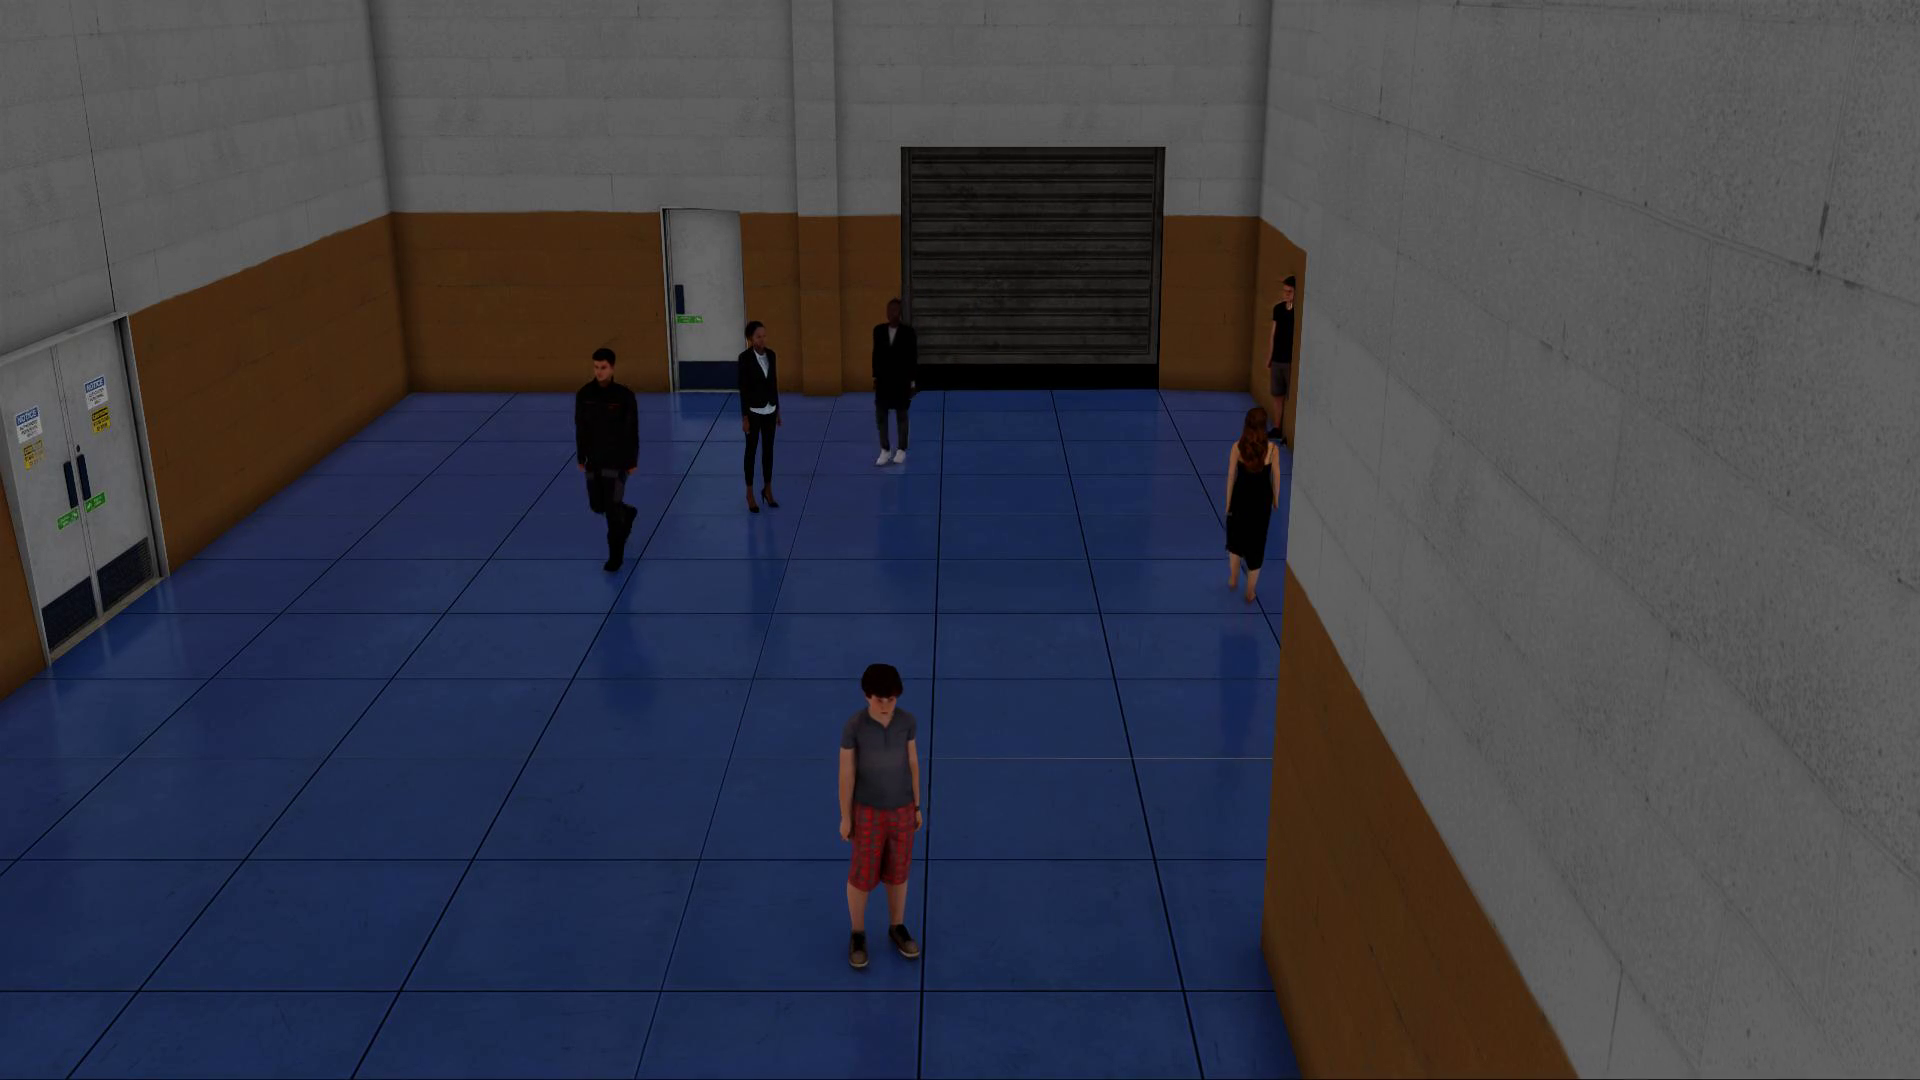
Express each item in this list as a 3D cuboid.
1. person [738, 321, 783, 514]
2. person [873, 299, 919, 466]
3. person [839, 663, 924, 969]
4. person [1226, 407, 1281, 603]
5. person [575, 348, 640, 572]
[{"bbox_3d":[-1.922,-1.185,15.927,0.656,1.836,0.725,-16,25,-40],"label":"person"},{"bbox_3d":[-0.654,-1.680,17.529,0.711,1.750,0.804,5,19,14],"label":"person"},{"bbox_3d":[-0.404,1.388,8.570,0.568,1.649,0.719,-6,20,-18],"label":"person"},{"bbox_3d":[2.371,-0.267,13.562,0.684,1.608,0.710,4,19,12],"label":"person"},{"bbox_3d":[-3.032,-0.731,14.456,1.080,1.915,0.948,5,19,15],"label":"person"}]
